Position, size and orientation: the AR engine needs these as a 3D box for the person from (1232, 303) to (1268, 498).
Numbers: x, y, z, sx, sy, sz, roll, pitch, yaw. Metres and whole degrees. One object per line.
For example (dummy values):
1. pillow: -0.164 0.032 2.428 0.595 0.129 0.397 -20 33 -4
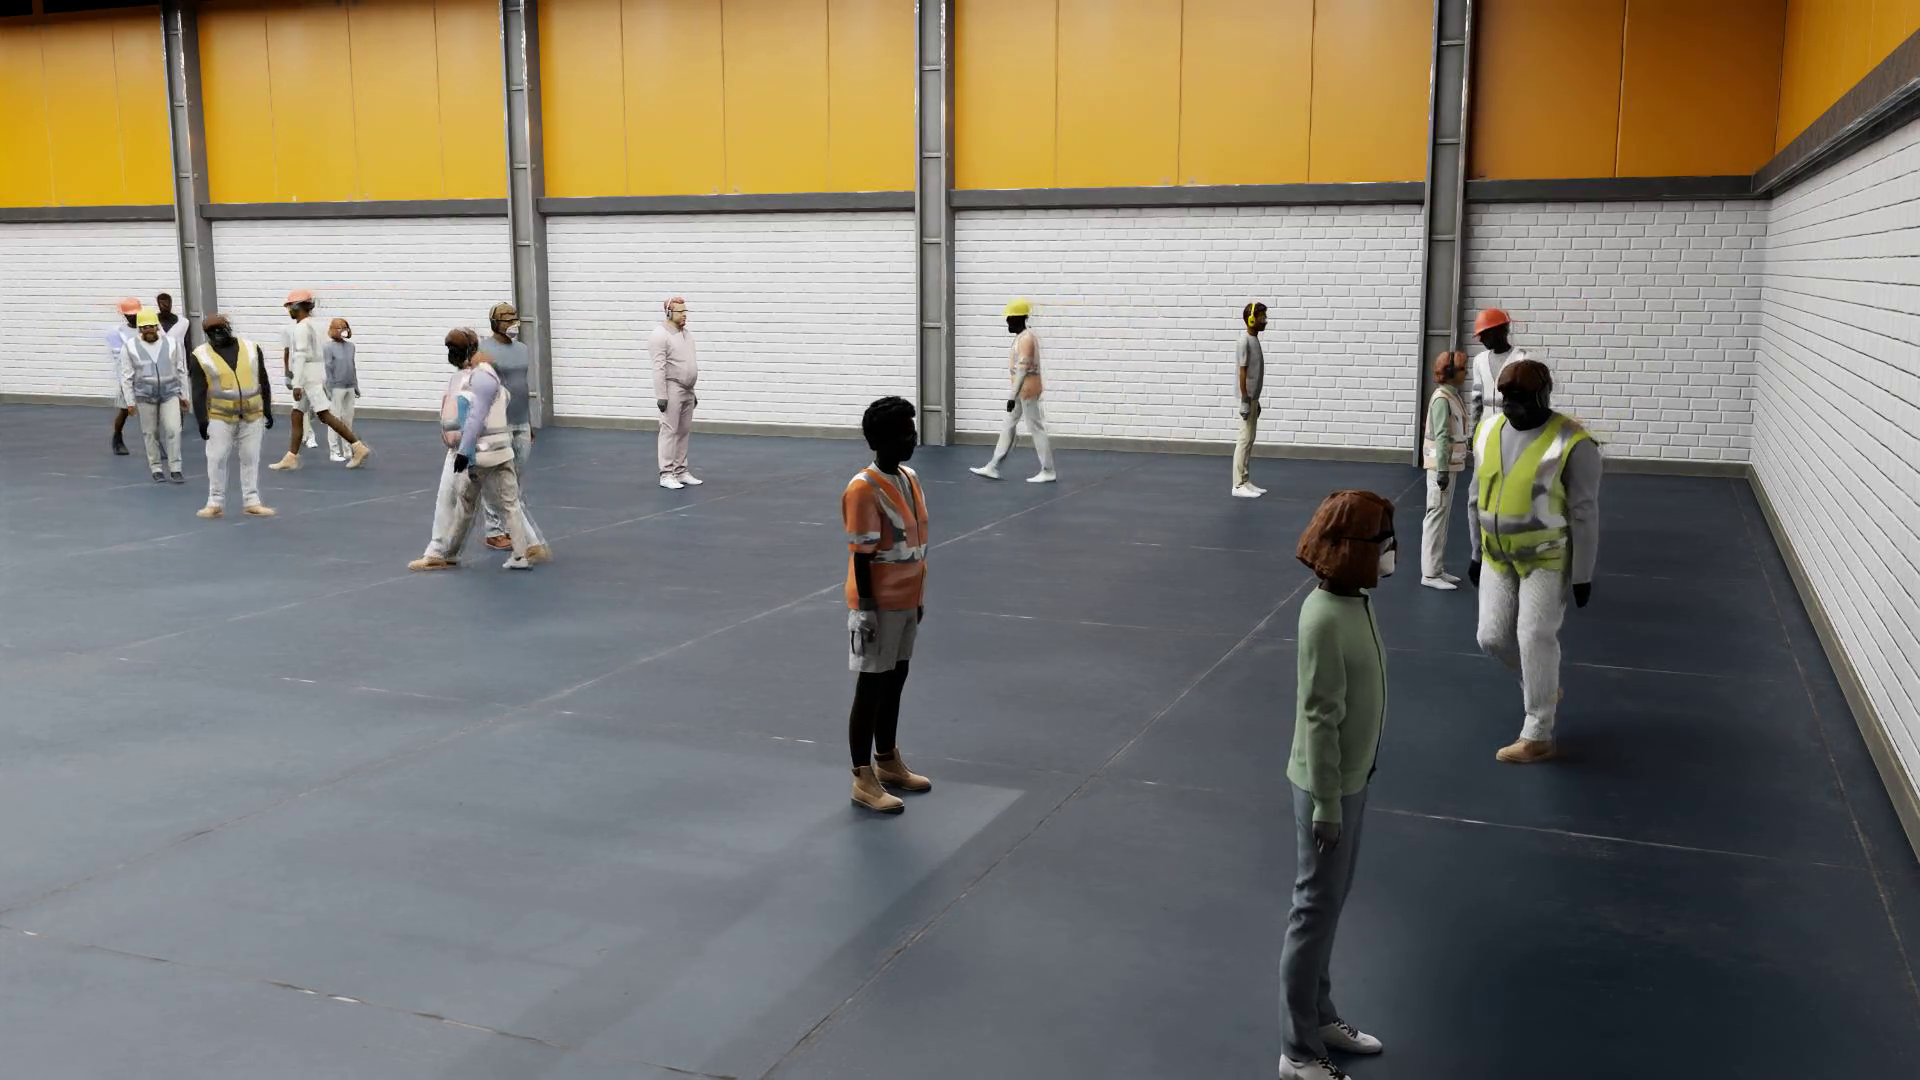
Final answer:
1. person: 2.812 -1.346 16.045 0.313 1.861 0.538 4 10 22

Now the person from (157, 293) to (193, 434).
1. person: -10.506 -2.343 22.109 0.573 1.858 1.035 -3 10 -20

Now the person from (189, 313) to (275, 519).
1. person: -6.388 -1.078 14.614 0.688 1.811 0.433 -7 12 -37

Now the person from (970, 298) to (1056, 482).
1. person: 0.553 -1.511 16.988 0.963 1.880 0.628 -1 9 -3

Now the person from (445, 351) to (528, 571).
1. person: -3.513 -0.576 12.177 0.850 1.594 0.530 6 11 31

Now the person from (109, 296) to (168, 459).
1. person: -9.570 -1.876 19.229 1.002 1.896 0.542 7 12 38

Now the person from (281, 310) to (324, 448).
1. person: -8.080 -2.075 20.526 0.518 1.846 0.801 -7 12 -36

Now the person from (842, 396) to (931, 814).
1. person: -0.293 0.254 6.840 0.316 1.696 0.542 4 10 22

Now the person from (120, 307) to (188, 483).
1. person: -8.170 -1.457 16.903 0.607 1.796 0.702 -6 11 -32

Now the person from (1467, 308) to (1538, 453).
1. person: 4.273 -0.873 13.086 0.505 1.889 0.575 -7 12 -36

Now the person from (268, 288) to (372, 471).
1. person: -6.977 -1.735 18.053 1.046 1.991 0.680 -2 10 -11

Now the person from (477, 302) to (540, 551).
1. person: -3.565 -0.894 13.068 0.357 1.938 0.638 4 10 22

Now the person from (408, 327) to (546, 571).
1. person: -3.534 -0.665 12.175 0.946 1.791 0.607 -7 12 -38

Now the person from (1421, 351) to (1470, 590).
1. person: 3.348 -0.483 11.487 0.307 1.637 0.525 4 10 22

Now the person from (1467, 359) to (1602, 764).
1. person: 2.593 0.089 7.489 0.554 1.817 0.661 -6 11 -31

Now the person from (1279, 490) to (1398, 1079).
1. person: 1.028 0.670 4.510 0.269 1.632 0.509 4 10 22

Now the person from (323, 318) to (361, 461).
1. person: -7.051 -1.718 18.983 0.269 1.632 0.509 4 10 22

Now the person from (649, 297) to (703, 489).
1. person: -2.825 -1.473 16.673 0.407 1.906 0.655 4 10 22
